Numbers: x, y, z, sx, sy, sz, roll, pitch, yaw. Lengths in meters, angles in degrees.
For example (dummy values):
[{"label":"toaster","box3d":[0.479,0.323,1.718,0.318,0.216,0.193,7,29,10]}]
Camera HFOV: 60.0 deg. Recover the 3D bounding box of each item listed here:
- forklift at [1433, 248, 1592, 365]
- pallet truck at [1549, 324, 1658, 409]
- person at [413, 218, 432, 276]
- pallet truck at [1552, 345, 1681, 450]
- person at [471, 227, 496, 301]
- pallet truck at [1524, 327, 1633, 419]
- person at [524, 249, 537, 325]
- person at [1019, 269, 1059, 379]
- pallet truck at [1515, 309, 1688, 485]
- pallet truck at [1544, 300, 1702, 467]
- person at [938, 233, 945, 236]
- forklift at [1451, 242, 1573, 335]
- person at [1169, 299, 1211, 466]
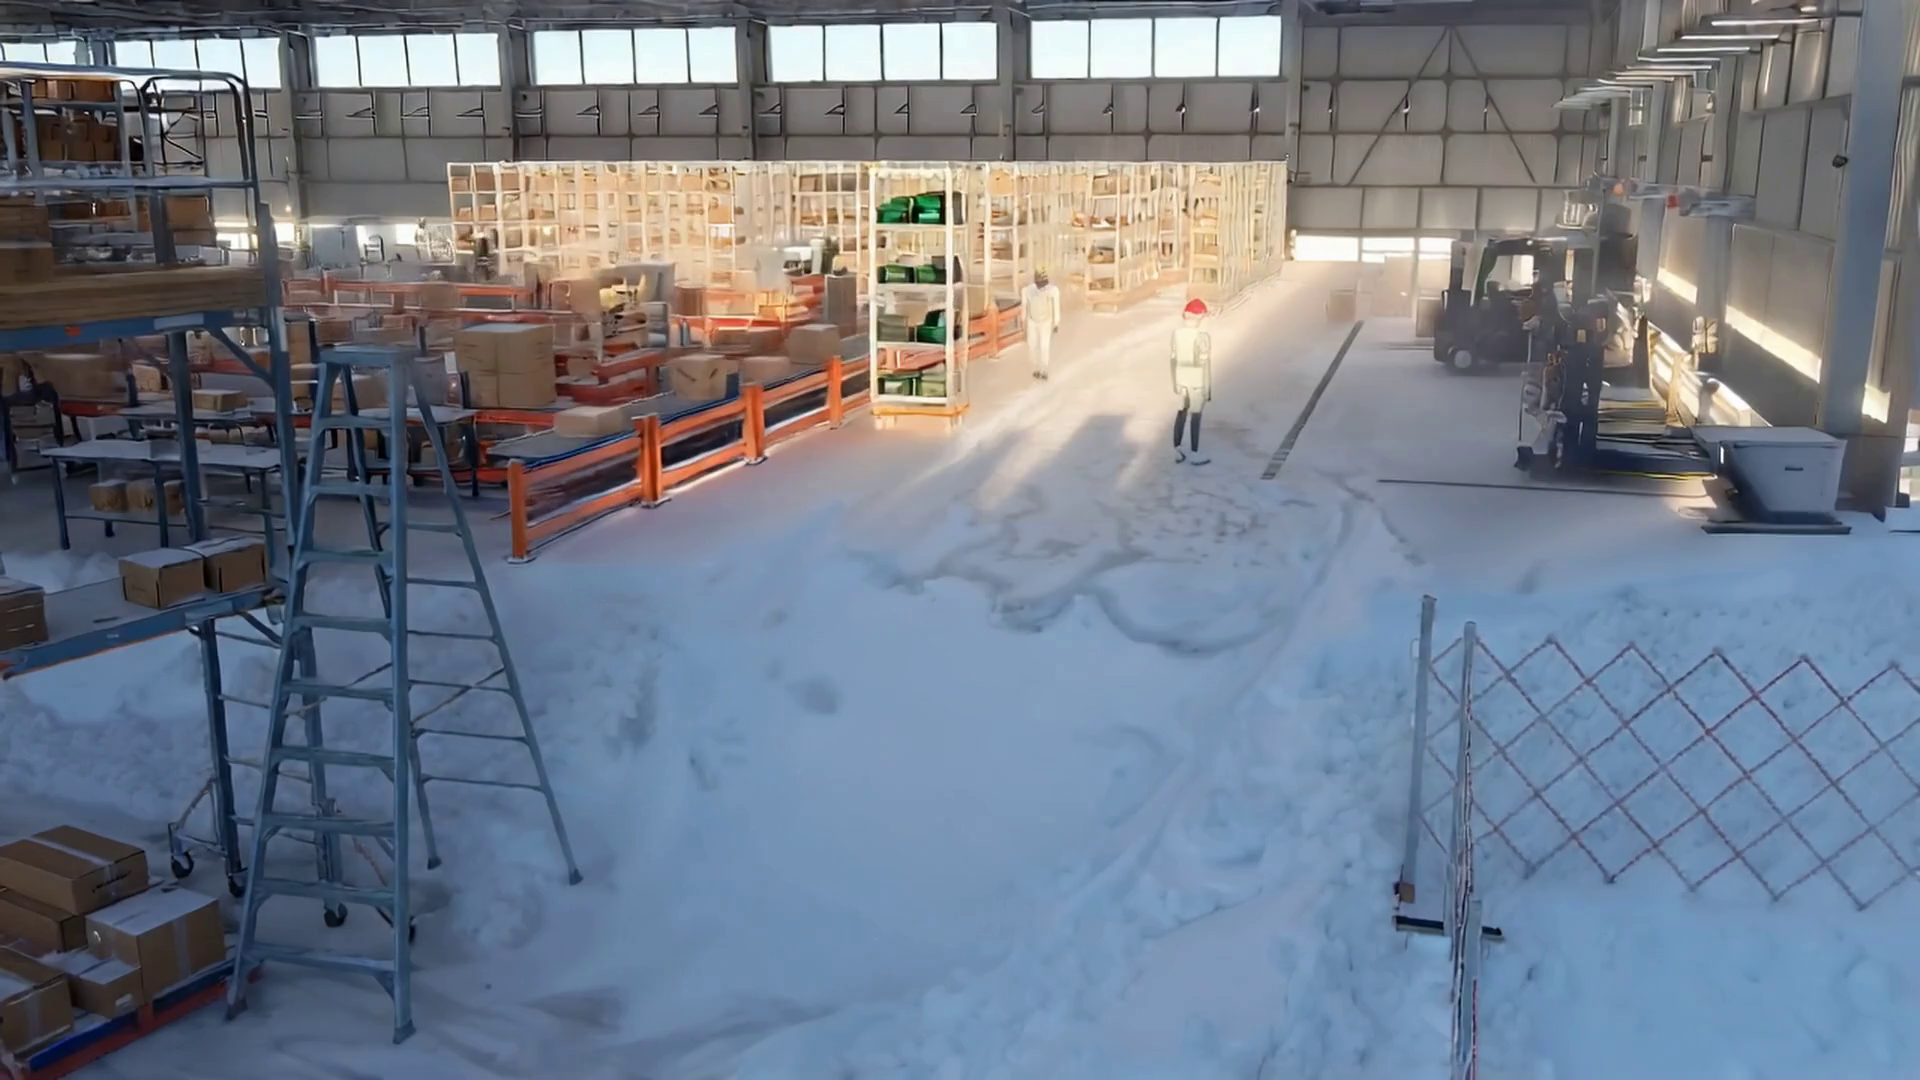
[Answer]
[{"label":"forklift","box3d":[9.780,-4.111,29.280,2.680,1.987,1.157,3,13,14]},{"label":"pallet truck","box3d":[9.824,-2.669,25.407,1.601,1.201,0.680,4,14,16]},{"label":"person","box3d":[-16.944,-9.249,52.509,0.403,1.835,0.588,9,16,33]},{"label":"pallet truck","box3d":[8.641,-1.896,21.908,1.630,1.274,0.653,4,14,16]},{"label":"person","box3d":[-12.563,-7.227,43.619,0.965,1.896,0.639,10,17,38]},{"label":"pallet truck","box3d":[9.065,-2.460,24.370,1.522,1.261,0.704,3,13,14]},{"label":"person","box3d":[-9.319,-5.446,36.233,0.328,1.765,0.532,0,13,-1]},{"label":"person","box3d":[1.342,-3.696,28.466,0.661,1.863,0.981,2,13,9]},{"label":"pallet truck","box3d":[7.554,-1.677,19.446,1.885,1.965,0.823,3,13,14]},{"label":"pallet truck","box3d":[8.263,-1.952,20.631,1.885,1.965,0.823,5,14,20]},{"label":"person","box3d":[-0.521,-8.696,50.092,0.397,1.847,0.564,2,13,8]},{"label":"forklift","box3d":[10.464,-4.597,31.405,2.680,1.987,1.157,4,14,16]},{"label":"person","box3d":[2.854,-1.941,20.480,0.385,2.045,0.605,-11,17,-40]}]
